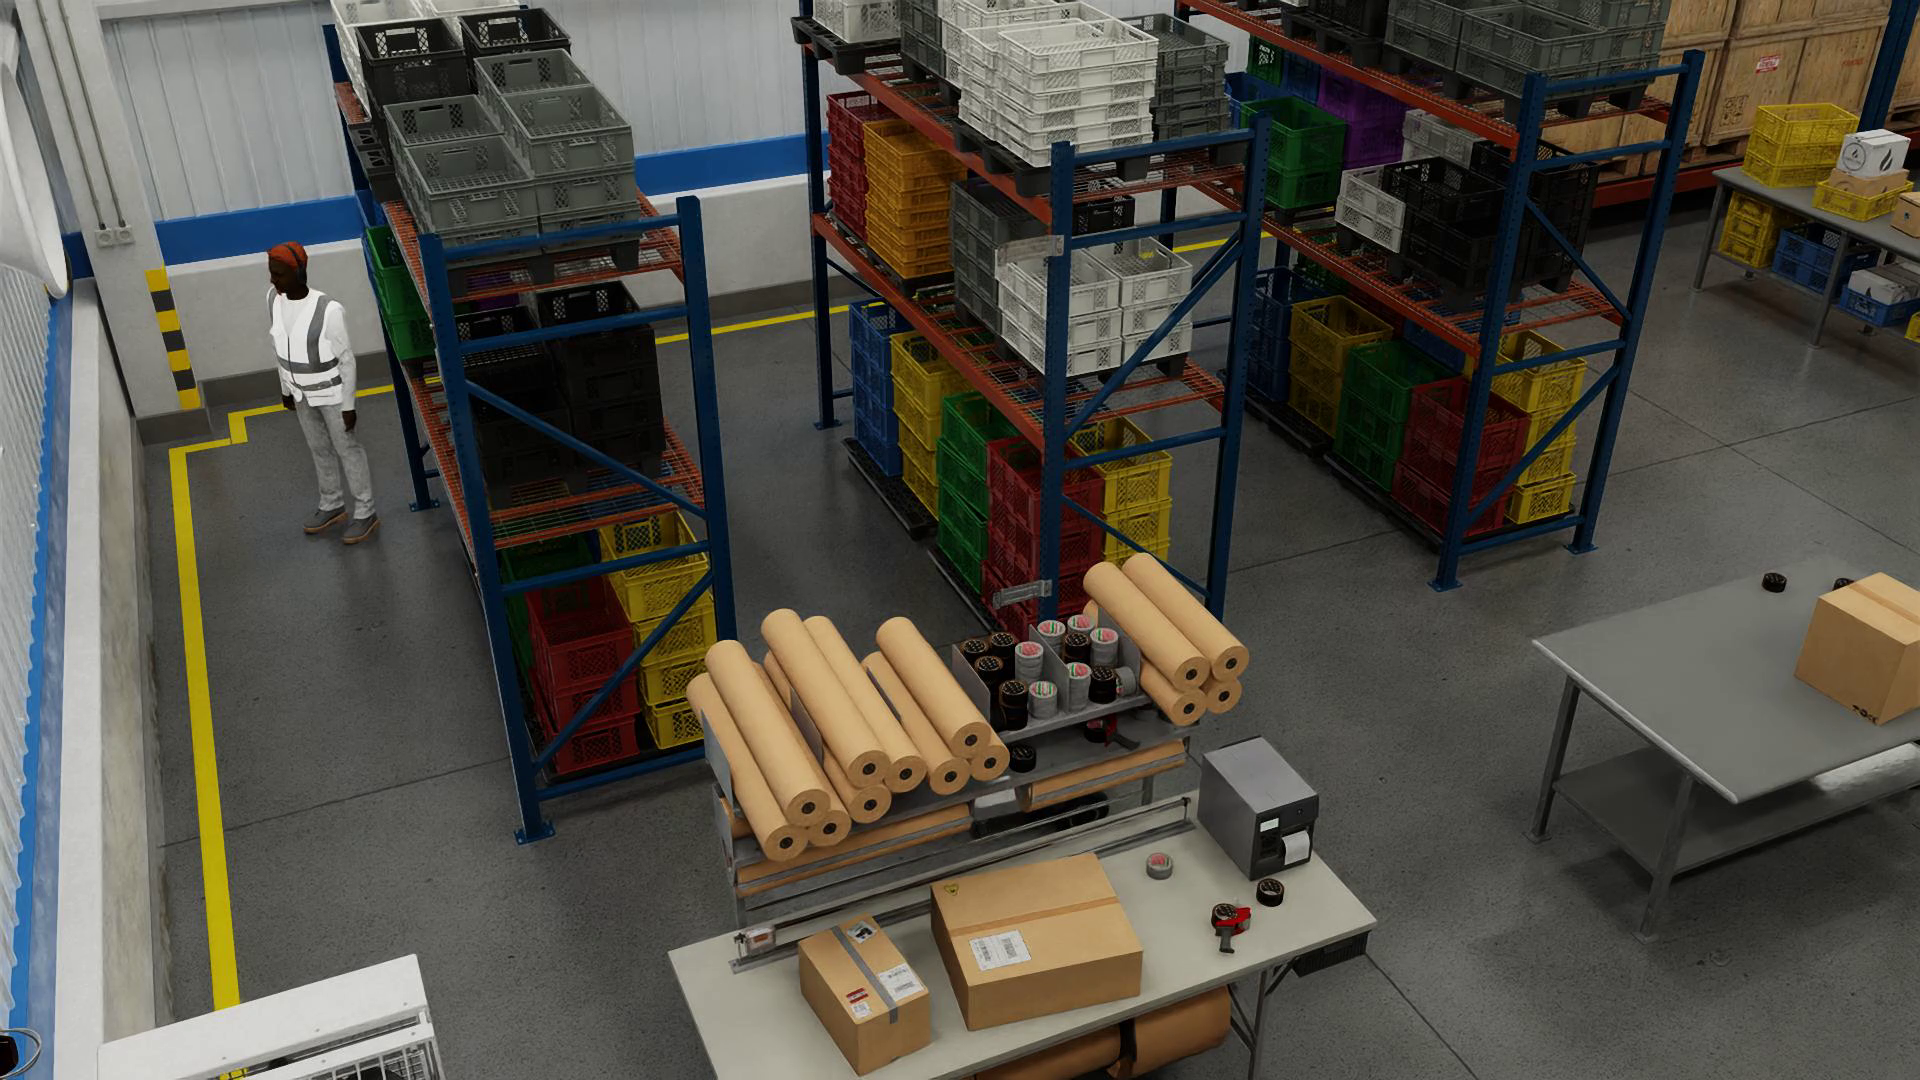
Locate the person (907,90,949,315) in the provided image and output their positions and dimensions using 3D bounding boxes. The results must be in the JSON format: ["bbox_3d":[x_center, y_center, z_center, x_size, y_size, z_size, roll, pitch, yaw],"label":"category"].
[{"bbox_3d":[-0.249,-2.404,12.270,0.359,1.938,0.632,-2,32,-3],"label":"person"}]

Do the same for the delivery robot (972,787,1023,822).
[{"bbox_3d":[0.284,1.065,7.859,0.707,0.478,0.477,-10,33,-15],"label":"delivery robot"}]

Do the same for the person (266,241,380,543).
[{"bbox_3d":[-3.790,-0.864,9.821,0.573,1.883,0.355,15,35,22],"label":"person"}]
